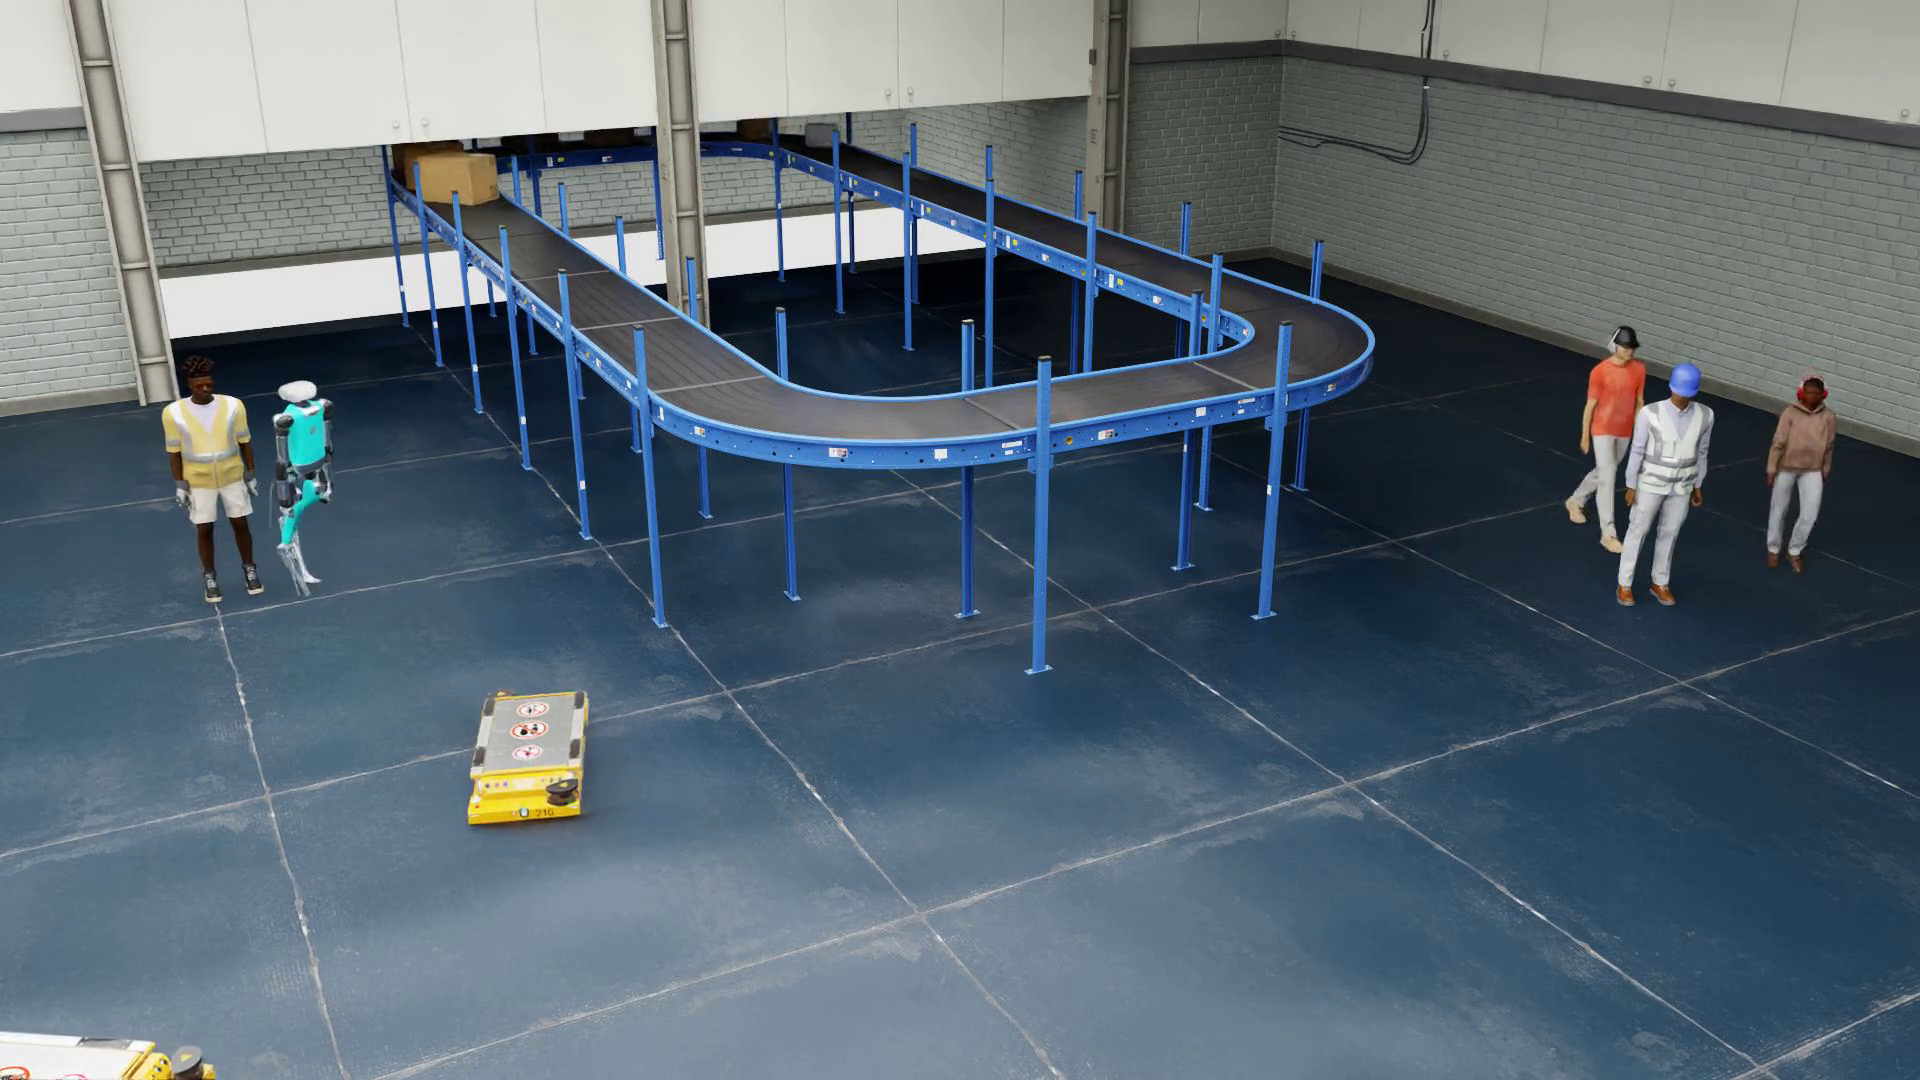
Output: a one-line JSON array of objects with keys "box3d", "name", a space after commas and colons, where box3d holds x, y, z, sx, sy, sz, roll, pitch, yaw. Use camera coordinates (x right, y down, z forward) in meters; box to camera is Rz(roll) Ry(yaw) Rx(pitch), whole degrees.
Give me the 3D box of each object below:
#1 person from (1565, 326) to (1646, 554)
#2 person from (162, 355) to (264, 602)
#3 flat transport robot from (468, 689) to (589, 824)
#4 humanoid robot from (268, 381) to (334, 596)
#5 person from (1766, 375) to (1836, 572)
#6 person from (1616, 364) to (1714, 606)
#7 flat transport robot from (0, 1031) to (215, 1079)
[{"box3d": [5.457, -0.915, 14.014, 0.476, 1.877, 0.932, -6, 23, -13], "name": "person"}, {"box3d": [-5.739, -0.479, 12.819, 0.605, 1.960, 0.369, -12, 25, -27], "name": "person"}, {"box3d": [-2.720, 1.340, 10.563, 0.659, 0.231, 1.431, -4, 22, -9], "name": "flat transport robot"}, {"box3d": [-5.206, -0.361, 12.932, 0.782, 1.856, 0.544, 10, 24, 24], "name": "humanoid robot"}, {"box3d": [6.728, -0.528, 13.351, 0.492, 1.634, 0.501, 6, 23, 13], "name": "person"}, {"box3d": [5.380, -0.417, 12.681, 0.610, 1.937, 0.407, -1, 22, -2], "name": "person"}, {"box3d": [-4.245, 2.553, 7.565, 1.431, 0.231, 0.659, 2, 22, 5], "name": "flat transport robot"}]
